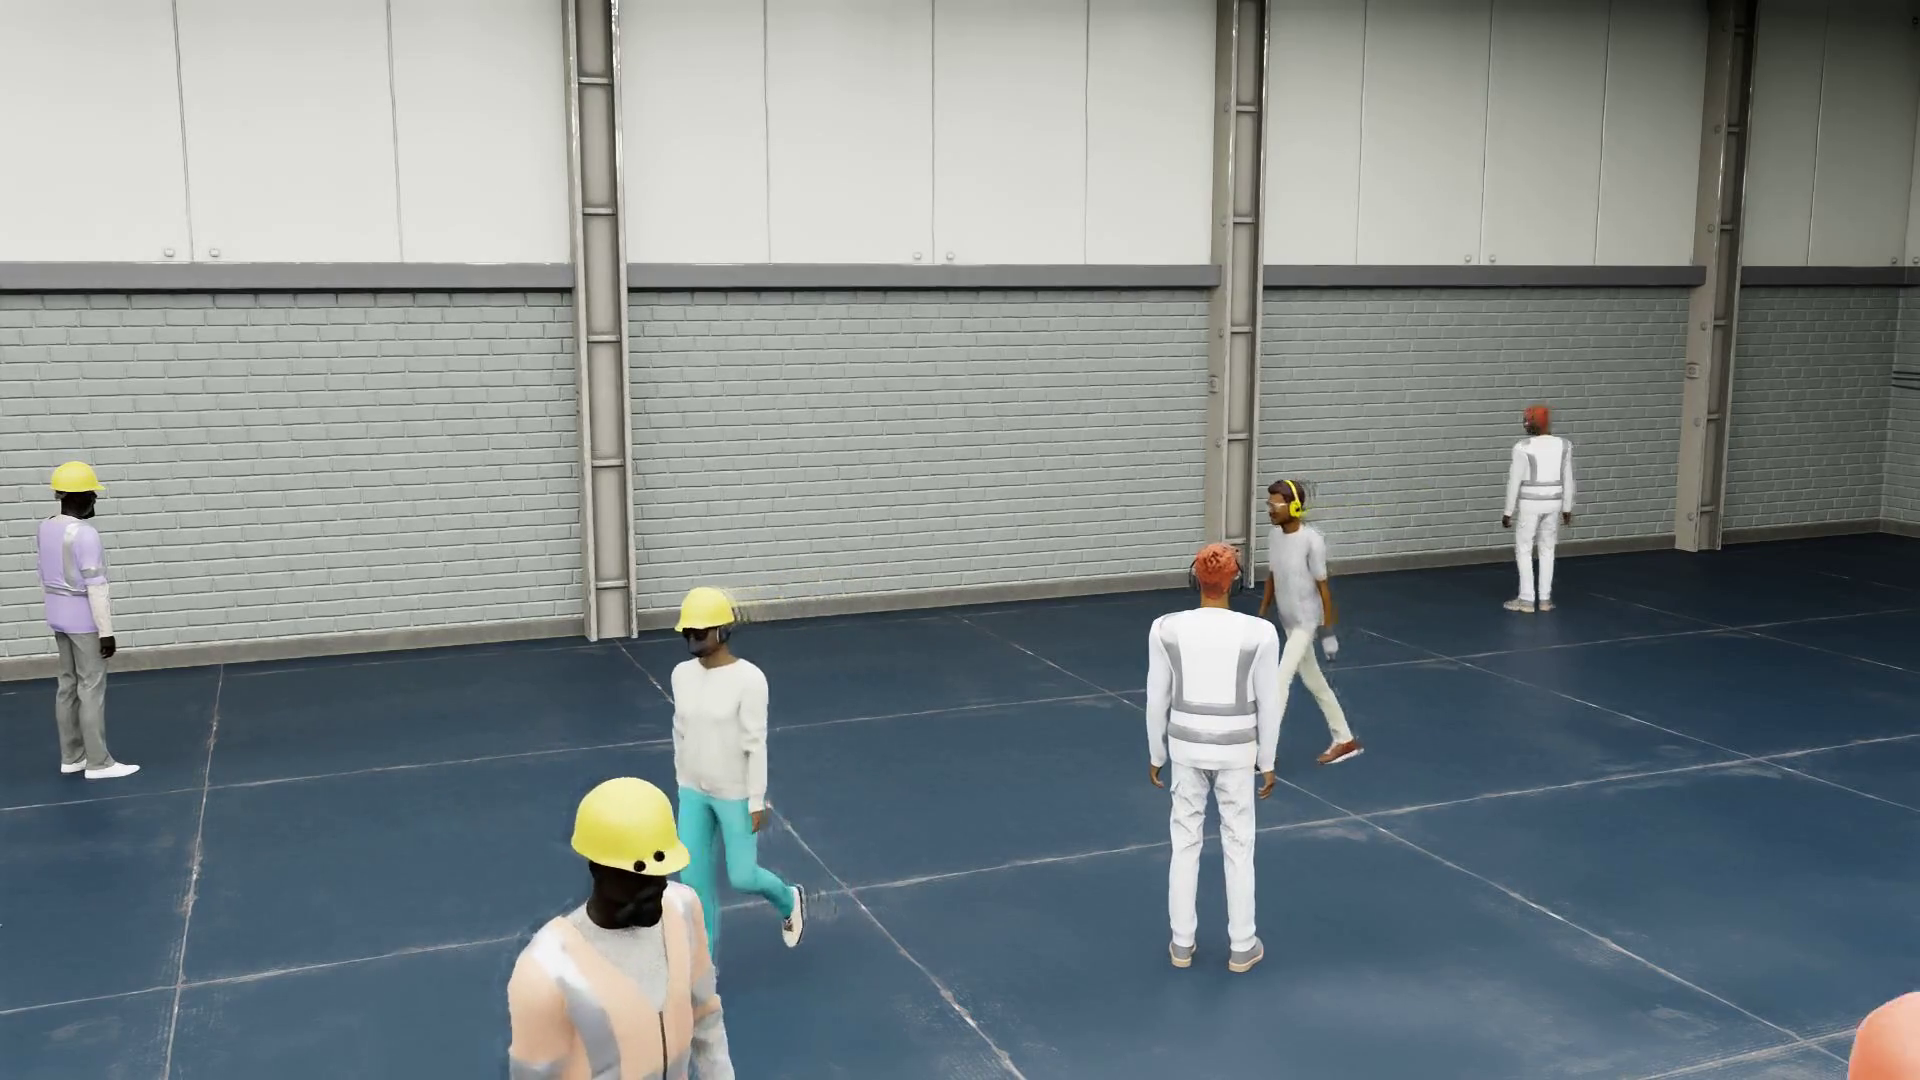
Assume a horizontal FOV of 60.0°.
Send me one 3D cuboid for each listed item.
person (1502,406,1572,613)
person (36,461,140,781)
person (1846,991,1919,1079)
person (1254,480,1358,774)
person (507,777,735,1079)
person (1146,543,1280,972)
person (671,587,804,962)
[{"bbox_3d":[5.217,-0.270,14.952,0.645,1.864,0.361,-2,9,-11],"label":"person"},{"bbox_3d":[-5.281,0.487,10.015,0.594,1.926,0.366,6,11,33],"label":"person"},{"bbox_3d":[1.564,1.642,2.627,0.562,1.969,0.669,-4,10,-25],"label":"person"},{"bbox_3d":[2.061,0.524,10.164,0.999,1.814,0.518,-3,10,-19],"label":"person"},{"bbox_3d":[-0.877,1.458,4.092,0.985,1.879,0.587,5,10,28],"label":"person"},{"bbox_3d":[1.102,0.947,7.264,0.575,1.882,0.361,3,9,17],"label":"person"},{"bbox_3d":[-0.981,1.041,7.094,0.528,1.743,0.659,5,11,31],"label":"person"}]
